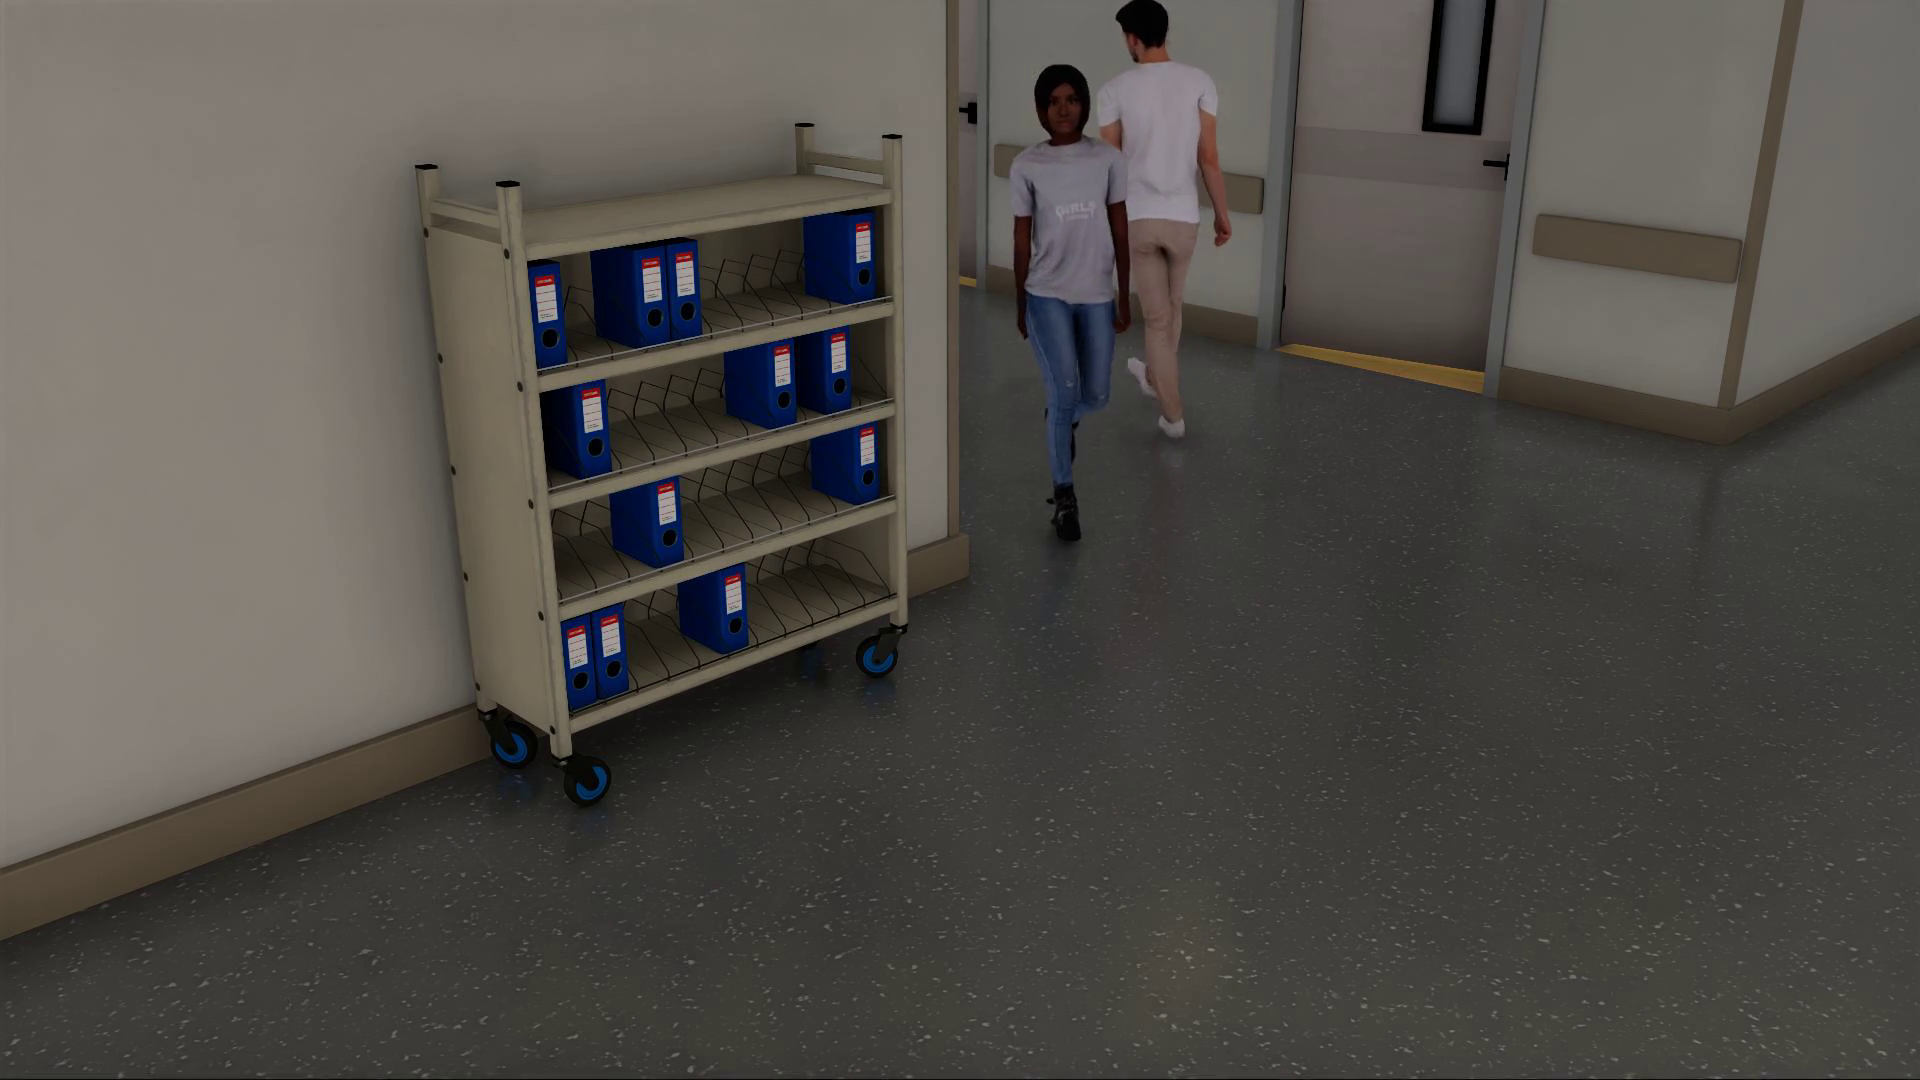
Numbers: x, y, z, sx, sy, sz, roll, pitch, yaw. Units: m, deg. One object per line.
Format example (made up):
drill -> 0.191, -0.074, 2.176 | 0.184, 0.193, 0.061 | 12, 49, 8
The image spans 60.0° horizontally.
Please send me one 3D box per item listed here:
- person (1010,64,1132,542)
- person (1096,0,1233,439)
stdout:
person -> 0.392, -0.886, 6.196 | 1.001, 1.696, 0.982 | -4, 21, -10
person -> 0.871, -1.333, 7.180 | 1.171, 1.836, 1.178 | -2, 21, -4
